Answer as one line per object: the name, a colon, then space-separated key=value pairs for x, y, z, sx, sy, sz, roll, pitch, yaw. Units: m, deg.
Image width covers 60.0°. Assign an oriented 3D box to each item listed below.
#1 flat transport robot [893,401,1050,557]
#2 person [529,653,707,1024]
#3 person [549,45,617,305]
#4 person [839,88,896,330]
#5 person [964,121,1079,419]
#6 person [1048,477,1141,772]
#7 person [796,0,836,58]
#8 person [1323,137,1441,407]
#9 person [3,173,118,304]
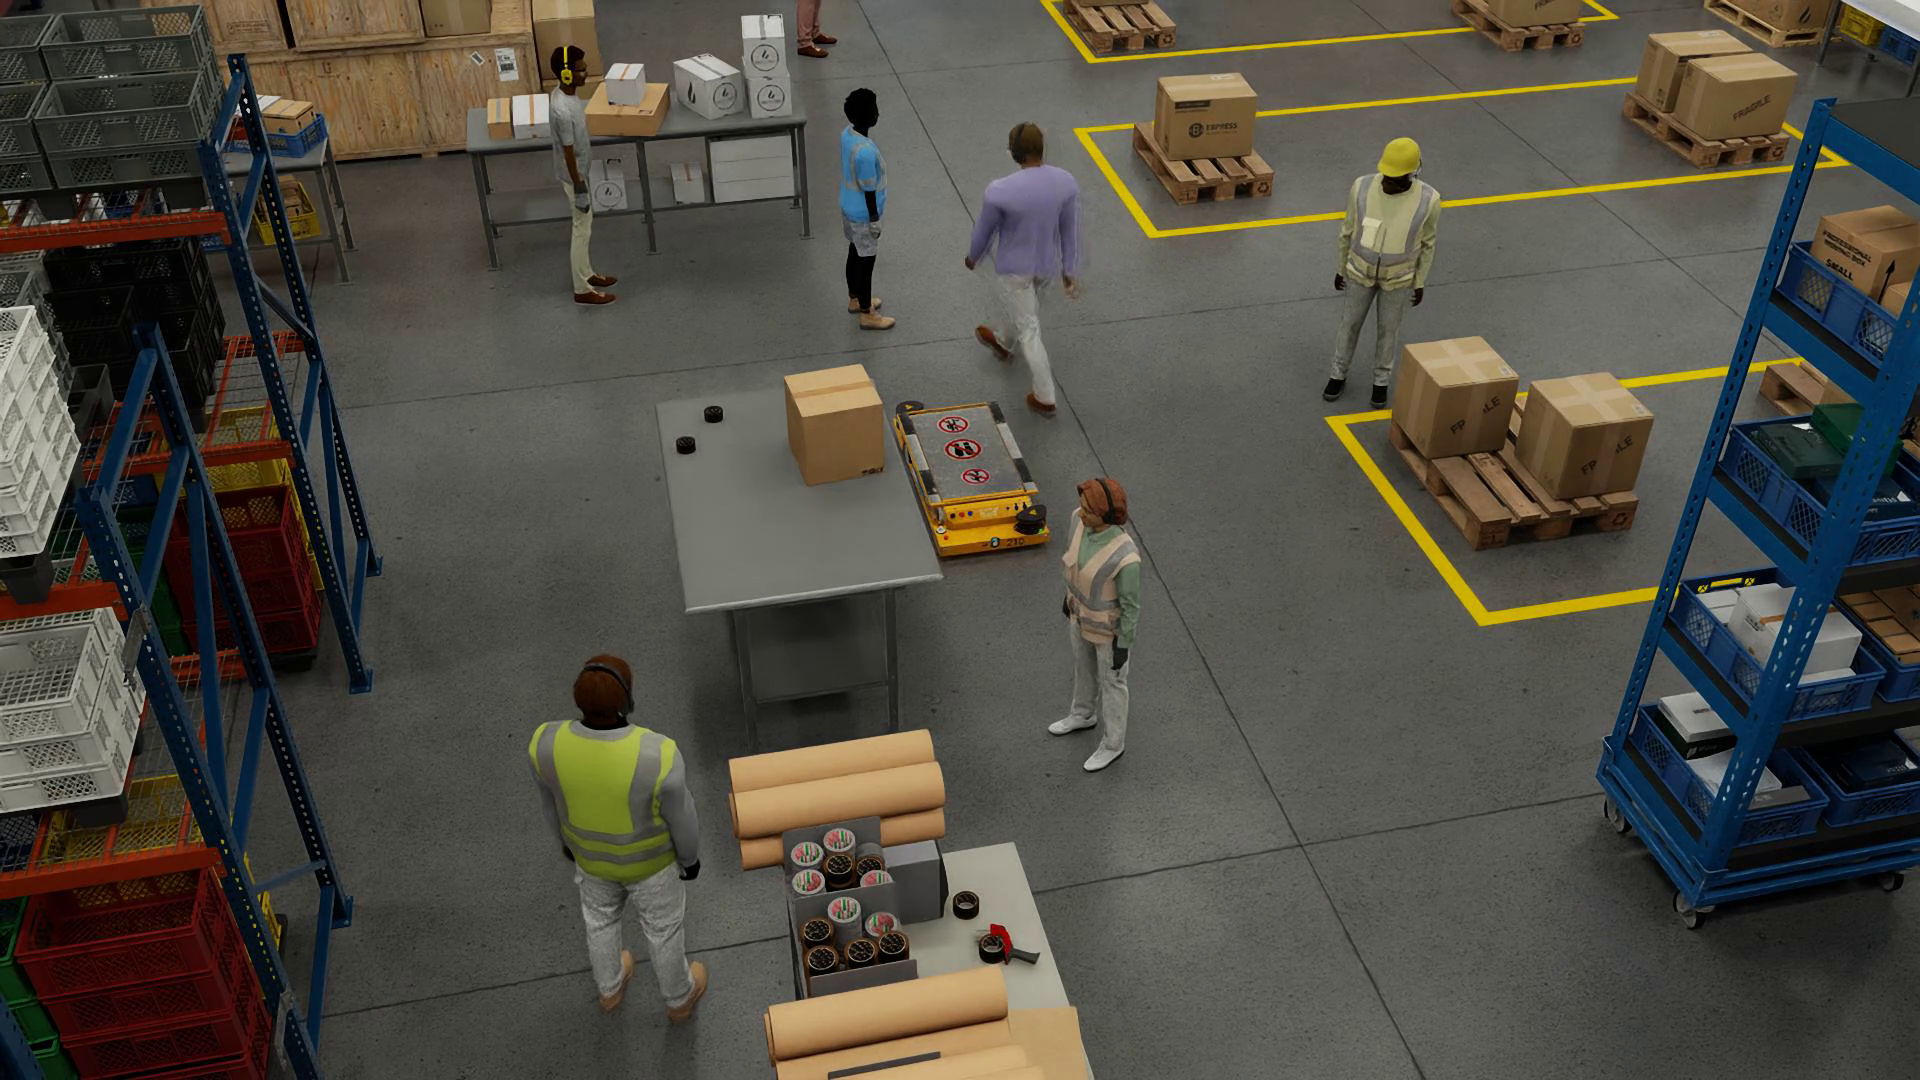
flat transport robot: x=0.046 y=-0.430 z=10.108 sx=0.652 sy=0.197 sz=1.431 roll=-8 pitch=37 yaw=-10
person: x=-1.320 y=1.208 z=6.613 sx=0.622 sy=1.835 sz=0.431 roll=7 pitch=37 yaw=9
person: x=-2.662 y=-2.537 z=11.622 sx=0.319 sy=1.862 sz=0.513 roll=-5 pitch=37 yaw=-7
person: x=-0.654 y=-2.265 z=11.388 sx=0.319 sy=1.697 sz=0.532 roll=-11 pitch=38 yaw=-15
person: x=0.382 y=-1.771 z=10.588 sx=0.622 sy=1.864 sz=1.080 roll=-22 pitch=42 yaw=-27
person: x=0.654 y=0.390 z=7.868 sx=0.312 sy=1.638 sz=0.518 roll=-18 pitch=40 yaw=-23
person: x=-1.368 y=-5.512 z=15.587 sx=0.401 sy=1.900 sz=0.639 roll=6 pitch=37 yaw=8
person: x=2.656 y=-1.687 z=10.506 sx=0.586 sy=1.825 sz=0.404 roll=13 pitch=38 yaw=16
person: x=-5.652 y=-1.775 z=10.574 sx=0.342 sy=1.882 sz=0.587 roll=23 pitch=42 yaw=27
